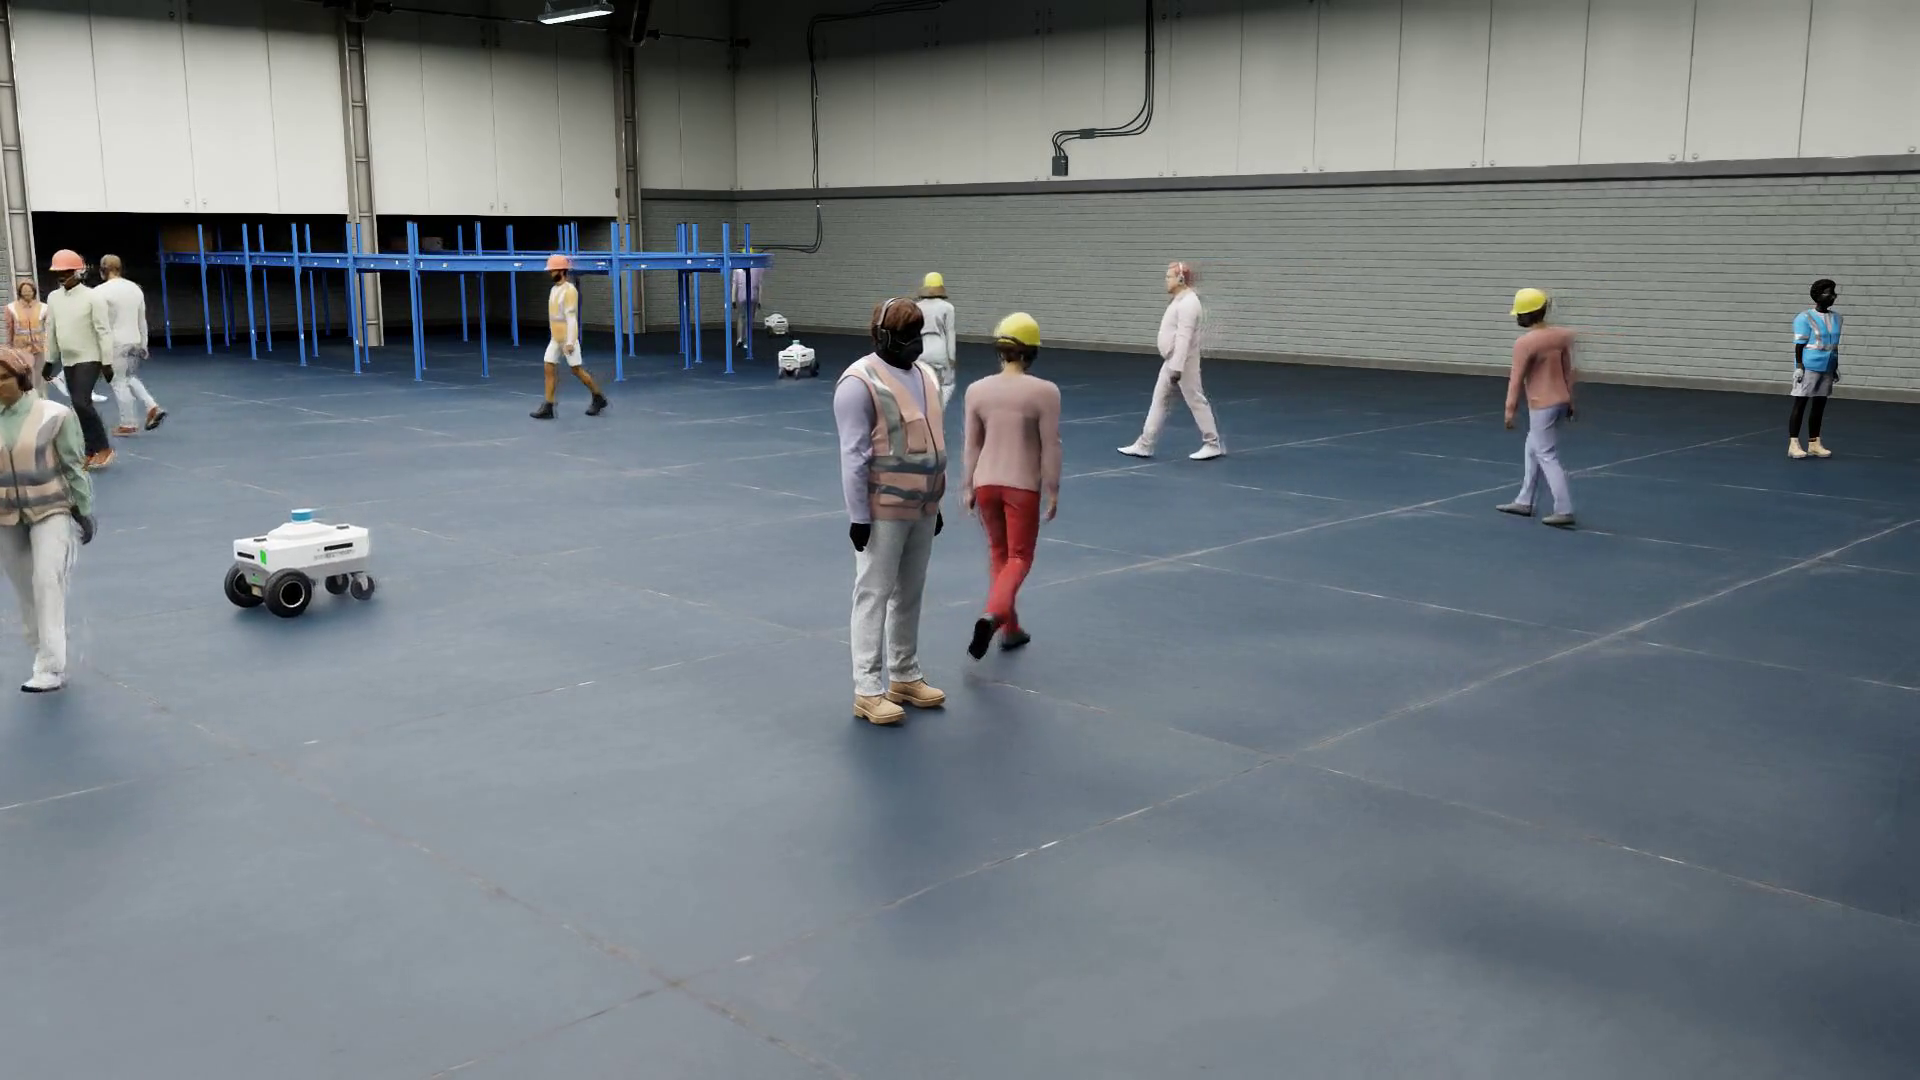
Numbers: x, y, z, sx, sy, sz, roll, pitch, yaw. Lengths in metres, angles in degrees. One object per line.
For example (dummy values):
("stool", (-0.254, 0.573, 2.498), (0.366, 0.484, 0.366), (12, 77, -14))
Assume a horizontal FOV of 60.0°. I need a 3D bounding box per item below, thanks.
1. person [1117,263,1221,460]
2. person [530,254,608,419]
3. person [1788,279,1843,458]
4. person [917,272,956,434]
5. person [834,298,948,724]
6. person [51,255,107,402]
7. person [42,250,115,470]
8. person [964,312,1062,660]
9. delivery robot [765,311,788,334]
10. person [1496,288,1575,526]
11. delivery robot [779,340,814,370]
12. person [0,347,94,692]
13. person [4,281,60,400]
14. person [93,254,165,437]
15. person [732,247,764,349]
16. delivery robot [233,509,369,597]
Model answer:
("person", (2.032, -1.675, 15.673), (0.986, 1.852, 0.664), (-1, 10, -5))
("person", (-4.585, -2.388, 19.444), (0.949, 1.901, 0.553), (-9, 14, -40))
("person", (8.170, -1.634, 15.867), (0.537, 1.700, 0.317), (-3, 11, -18))
("person", (-0.266, -1.941, 17.455), (0.503, 1.725, 0.366), (5, 11, 25))
("person", (-0.273, -0.138, 7.326), (0.429, 1.841, 0.633), (7, 12, 34))
("person", (-11.265, -2.685, 21.162), (0.521, 1.854, 0.524), (-7, 12, -33))
("person", (-7.944, -1.608, 14.971), (0.637, 1.977, 0.482), (4, 11, 23))
("person", (0.221, -0.256, 8.261), (0.533, 1.736, 0.759), (5, 12, 26))
("delivery robot", (-3.811, -4.512, 34.548), (0.477, 0.478, 0.707), (-4, 11, -20))
("person", (4.214, -0.974, 12.182), (0.546, 1.715, 0.729), (-8, 13, -38))
("delivery robot", (-2.449, -2.748, 24.926), (0.477, 0.478, 0.707), (3, 11, 16))
("person", (-4.341, -0.093, 7.747), (0.543, 1.601, 0.858), (-2, 11, -11))
("person", (-10.752, -2.209, 19.302), (0.527, 1.584, 0.886), (-6, 12, -30))
("person", (-8.812, -2.042, 17.506), (0.504, 1.920, 0.628), (2, 11, 11))
("person", (-3.950, -4.511, 31.028), (0.587, 1.891, 0.474), (-1, 10, -5))
("delivery robot", (-3.781, 0.067, 9.580), (0.477, 0.478, 0.707), (8, 13, 37))
